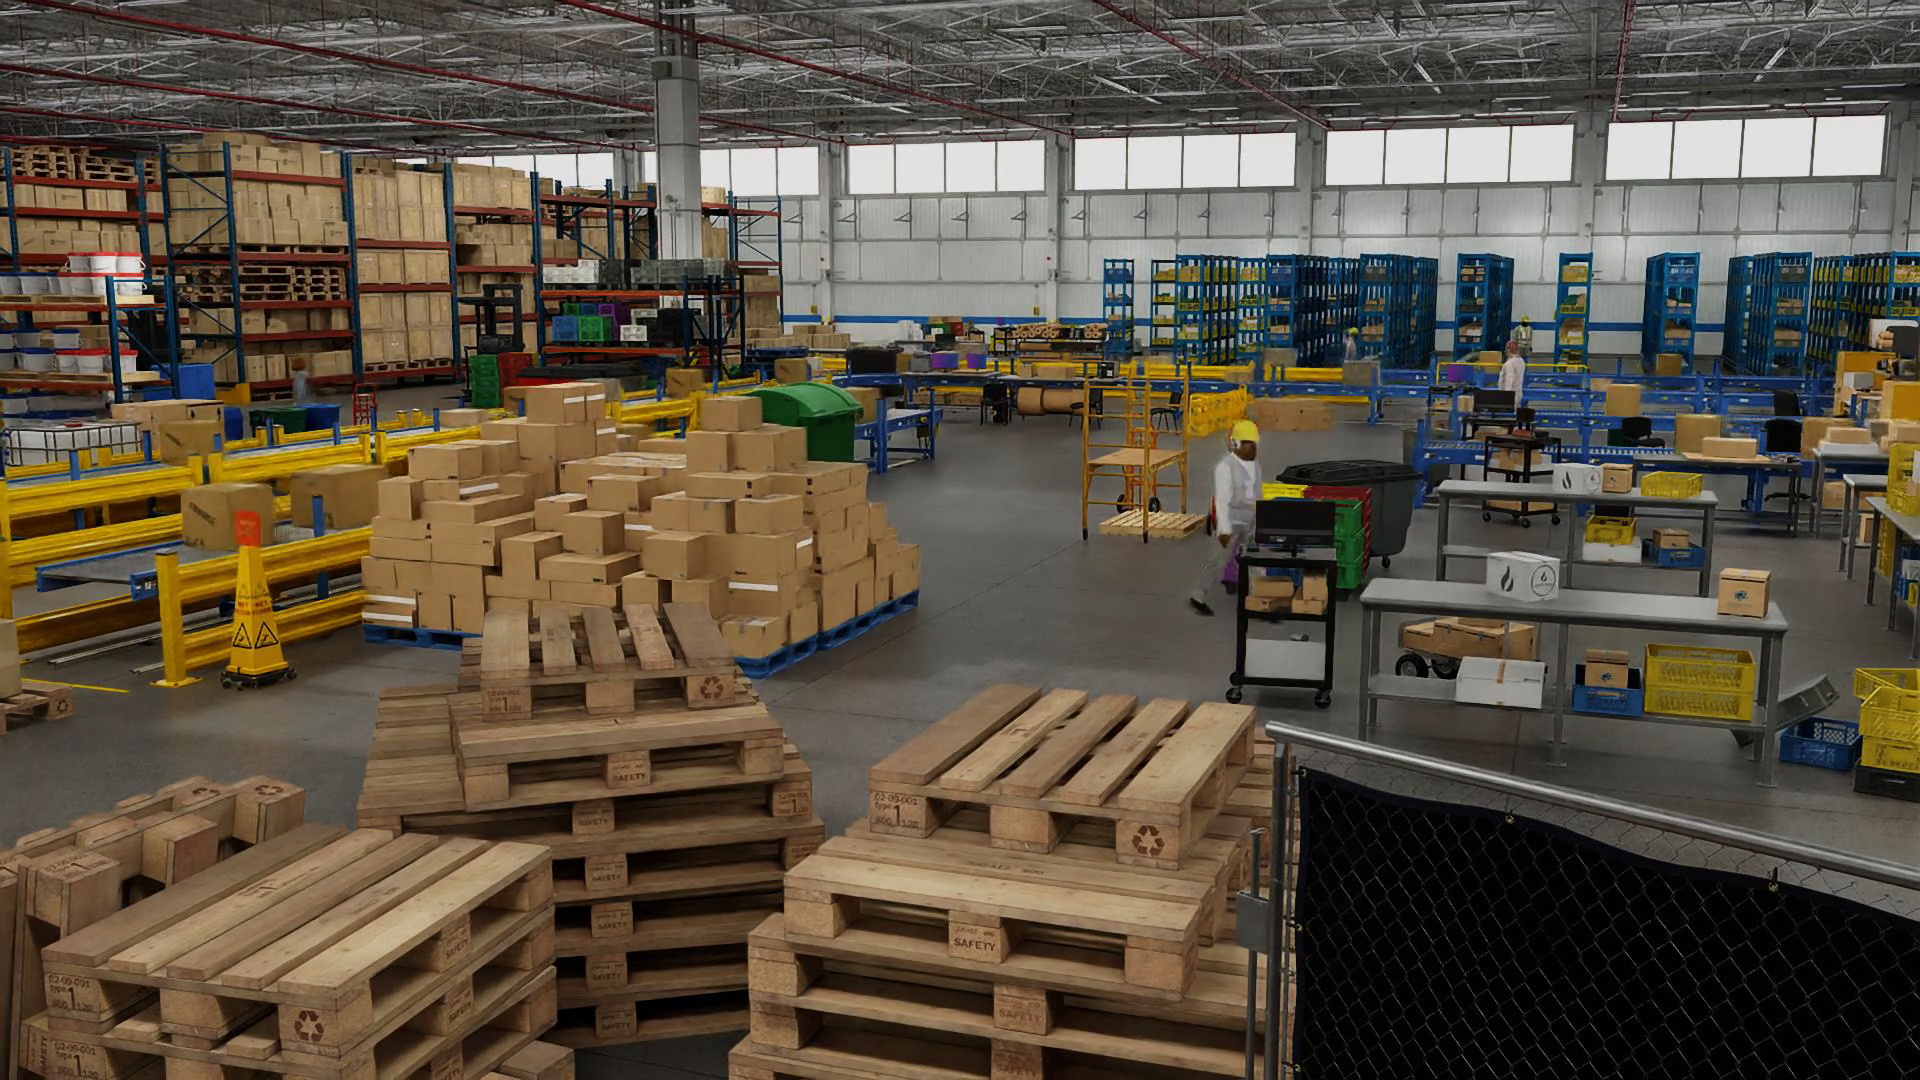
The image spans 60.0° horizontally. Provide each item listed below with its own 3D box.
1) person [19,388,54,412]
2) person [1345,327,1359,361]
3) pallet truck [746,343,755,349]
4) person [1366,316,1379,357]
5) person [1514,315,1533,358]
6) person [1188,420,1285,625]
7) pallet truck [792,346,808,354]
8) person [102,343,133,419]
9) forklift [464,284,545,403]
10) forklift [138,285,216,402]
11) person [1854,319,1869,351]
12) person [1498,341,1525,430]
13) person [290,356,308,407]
[{"bbox_3d":[-15.590,-2.226,28.102,0.524,1.579,0.872,2,9,15],"label":"person"},{"bbox_3d":[9.728,-4.381,41.144,0.536,1.748,0.550,4,10,24],"label":"person"},{"bbox_3d":[-6.183,-4.618,44.264,1.601,1.201,0.680,-9,12,-43],"label":"pallet truck"},{"bbox_3d":[12.620,-6.031,50.727,0.609,1.996,0.379,-8,12,-42],"label":"person"},{"bbox_3d":[16.948,-5.835,50.007,0.601,1.830,0.404,-2,9,-12],"label":"person"},{"bbox_3d":[2.404,-0.171,14.590,0.613,1.791,0.932,-9,12,-43],"label":"person"},{"bbox_3d":[-3.705,-4.298,42.022,0.653,1.274,1.630,3,10,20],"label":"pallet truck"},{"bbox_3d":[-14.304,-2.415,28.268,0.396,1.926,0.543,4,10,23],"label":"person"},{"bbox_3d":[-10.832,-4.702,39.610,1.129,2.768,1.873,3,10,20],"label":"forklift"},{"bbox_3d":[-17.480,-4.200,36.461,1.873,2.768,1.129,3,10,19],"label":"forklift"},{"bbox_3d":[25.304,-5.255,46.421,0.861,1.808,0.610,4,10,22],"label":"person"},{"bbox_3d":[9.468,-2.467,28.643,0.399,1.905,0.643,7,11,36],"label":"person"},{"bbox_3d":[-11.542,-2.416,29.187,0.530,1.619,0.512,-4,10,-26],"label":"person"}]
